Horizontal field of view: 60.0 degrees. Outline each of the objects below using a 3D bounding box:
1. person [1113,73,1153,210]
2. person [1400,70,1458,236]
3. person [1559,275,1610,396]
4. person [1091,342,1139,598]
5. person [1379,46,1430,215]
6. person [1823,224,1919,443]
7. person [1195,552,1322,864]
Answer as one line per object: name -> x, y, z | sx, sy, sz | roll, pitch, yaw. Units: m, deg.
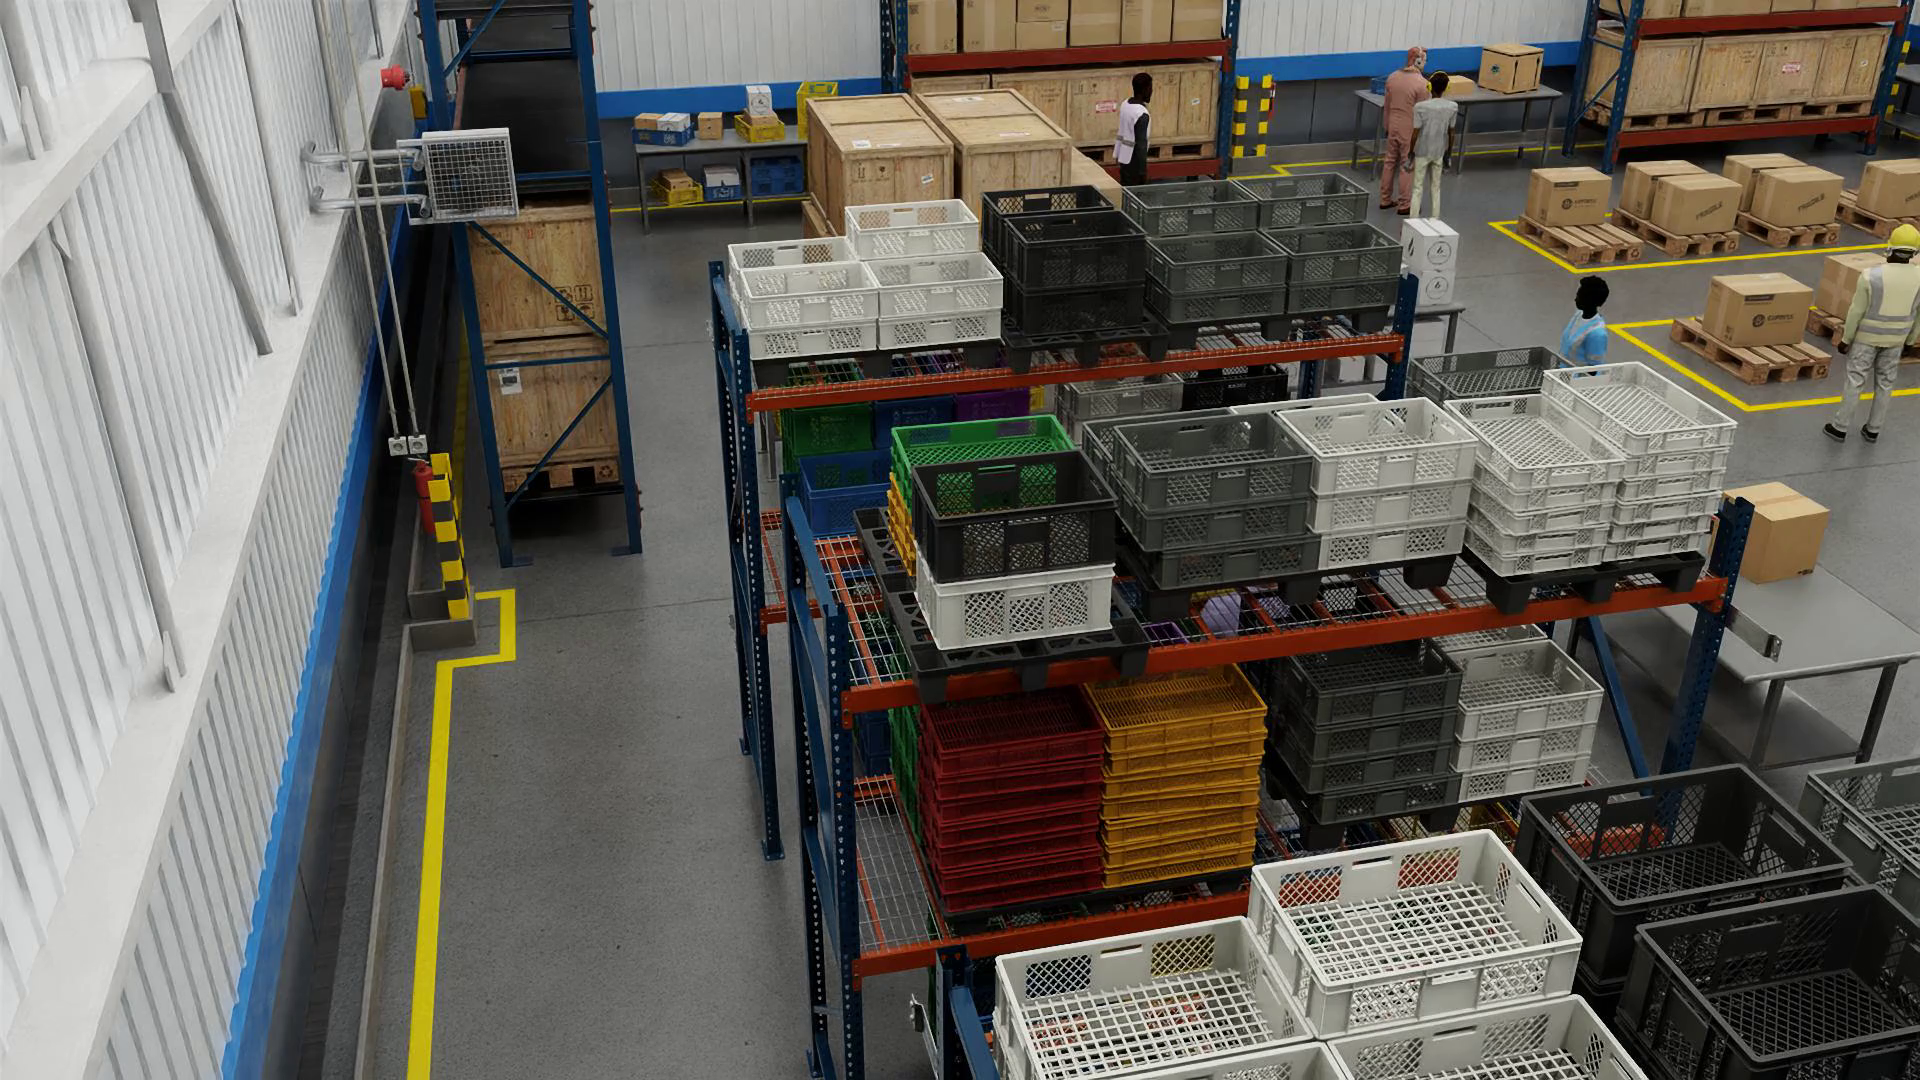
person -> 1.871, -4.104, 18.064 | 0.390, 1.911, 0.592 | -7, 29, -13
person -> 5.166, -4.227, 18.334 | 0.531, 1.870, 0.317 | -3, 28, -5
person -> 4.747, -1.216, 12.805 | 0.319, 1.697, 0.532 | 0, 28, 1
person -> 1.034, -0.513, 11.272 | 0.338, 1.882, 0.583 | -2, 28, -3
person -> 5.190, -4.749, 19.294 | 0.406, 1.902, 0.636 | -15, 31, -27
person -> 7.466, -1.665, 13.512 | 0.600, 1.832, 0.404 | 2, 28, 5
person -> 1.527, 0.846, 8.645 | 0.634, 1.933, 0.371 | -2, 28, -3
